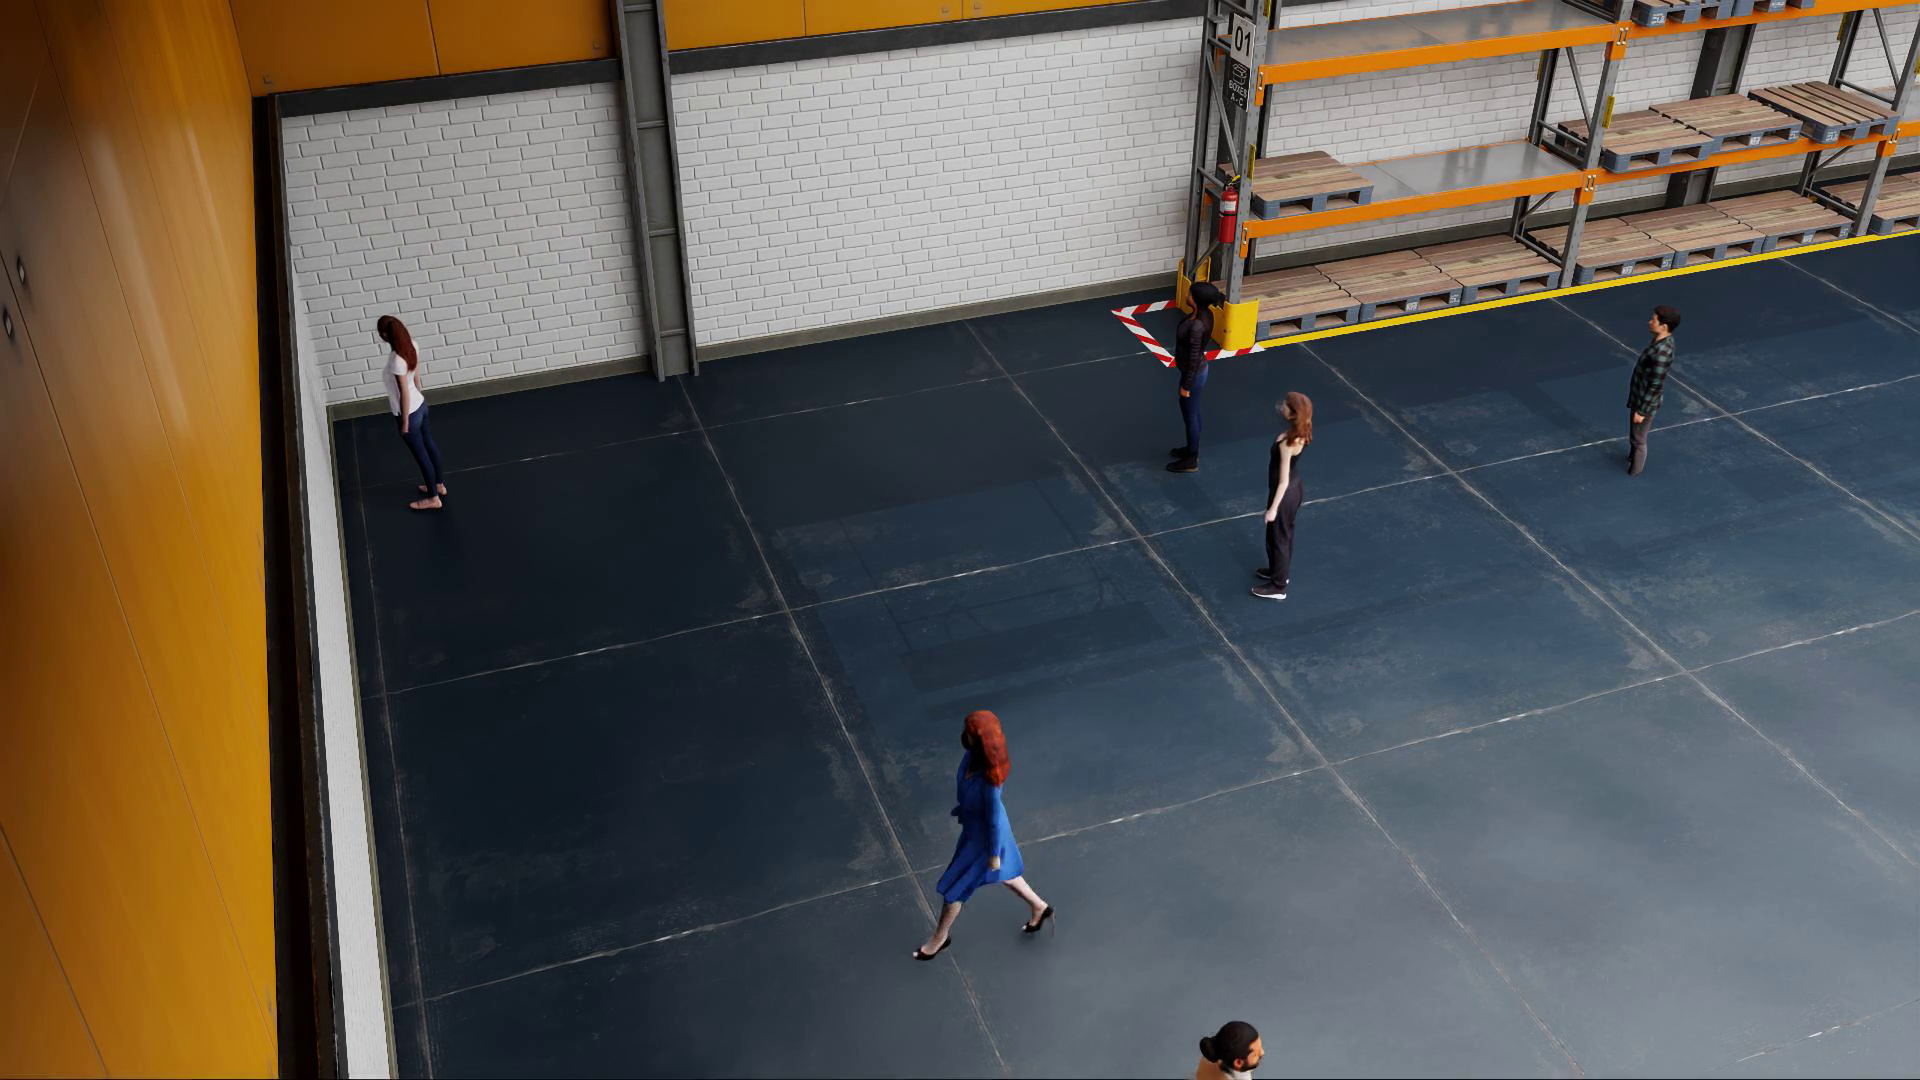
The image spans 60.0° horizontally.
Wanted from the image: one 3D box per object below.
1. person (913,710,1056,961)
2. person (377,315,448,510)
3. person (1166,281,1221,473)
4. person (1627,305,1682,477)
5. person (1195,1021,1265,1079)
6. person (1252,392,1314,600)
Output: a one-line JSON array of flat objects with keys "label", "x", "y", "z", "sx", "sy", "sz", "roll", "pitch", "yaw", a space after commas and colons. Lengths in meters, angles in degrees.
[{"label": "person", "x": 0.218, "y": 1.696, "z": 9.487, "sx": 1.154, "sy": 1.786, "sz": 0.799, "roll": -3, "pitch": 34, "yaw": -5}, {"label": "person", "x": -4.490, "y": -1.057, "z": 13.672, "sx": 0.645, "sy": 1.737, "sz": 0.641, "roll": 2, "pitch": 34, "yaw": 4}, {"label": "person", "x": 1.988, "y": -1.397, "z": 14.177, "sx": 0.743, "sy": 1.746, "sz": 0.718, "roll": 8, "pitch": 34, "yaw": 12}, {"label": "person", "x": 5.890, "y": -1.220, "z": 14.246, "sx": 0.751, "sy": 1.715, "sz": 0.739, "roll": 11, "pitch": 35, "yaw": 17}, {"label": "person", "x": 1.109, "y": 2.871, "z": 7.763, "sx": 0.889, "sy": 1.737, "sz": 0.829, "roll": 7, "pitch": 34, "yaw": 10}, {"label": "person", "x": 2.470, "y": -0.349, "z": 12.598, "sx": 0.699, "sy": 1.747, "sz": 0.660, "roll": 10, "pitch": 35, "yaw": 15}]
